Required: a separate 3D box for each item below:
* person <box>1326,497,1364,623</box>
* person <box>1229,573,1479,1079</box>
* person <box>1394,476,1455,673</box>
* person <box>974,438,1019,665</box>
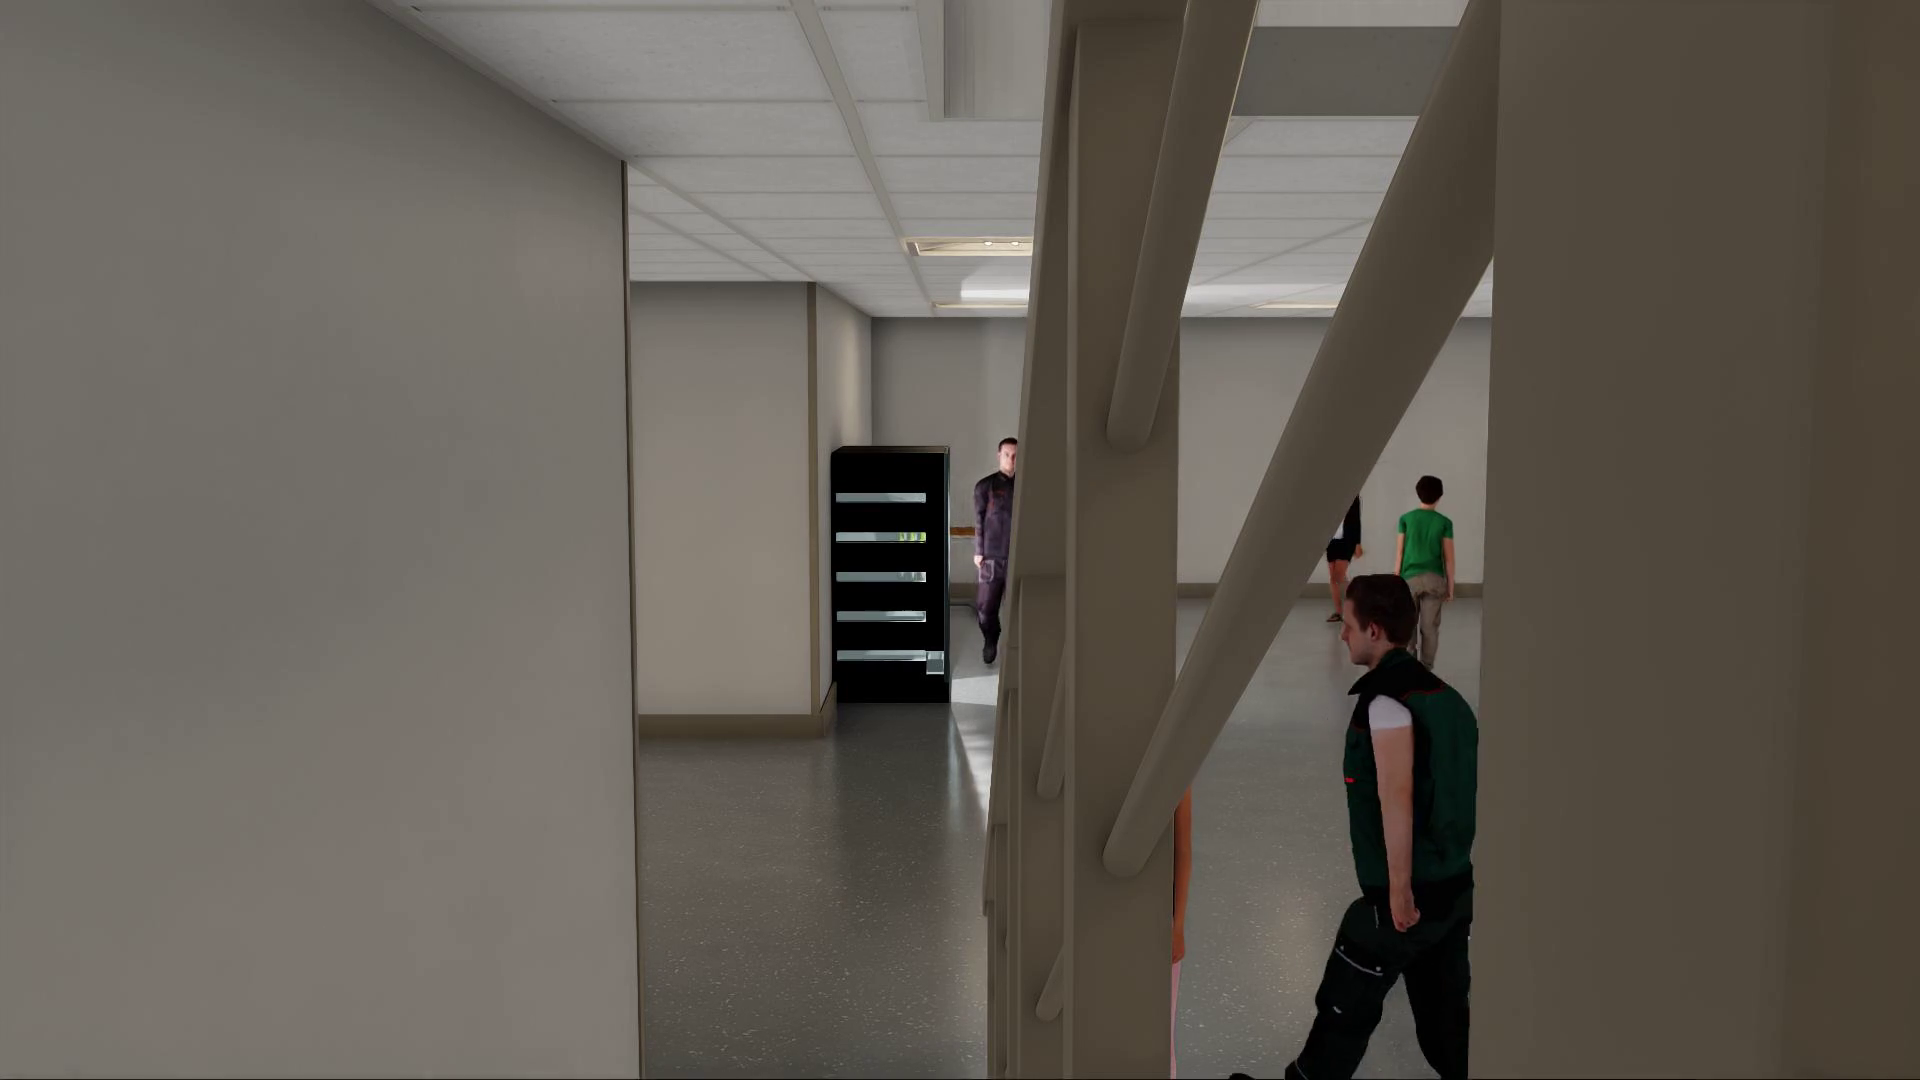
[{"bbox_3d":[3.719,0.025,16.057,0.733,1.542,0.671,-5,8,-41],"label":"person"},{"bbox_3d":[1.384,1.037,4.809,1.168,1.779,1.149,4,7,36],"label":"person"},{"bbox_3d":[3.432,0.348,12.365,0.743,1.637,0.870,2,6,21],"label":"person"},{"bbox_3d":[0.346,0.150,13.051,0.668,1.895,0.945,0,6,-1],"label":"person"}]
